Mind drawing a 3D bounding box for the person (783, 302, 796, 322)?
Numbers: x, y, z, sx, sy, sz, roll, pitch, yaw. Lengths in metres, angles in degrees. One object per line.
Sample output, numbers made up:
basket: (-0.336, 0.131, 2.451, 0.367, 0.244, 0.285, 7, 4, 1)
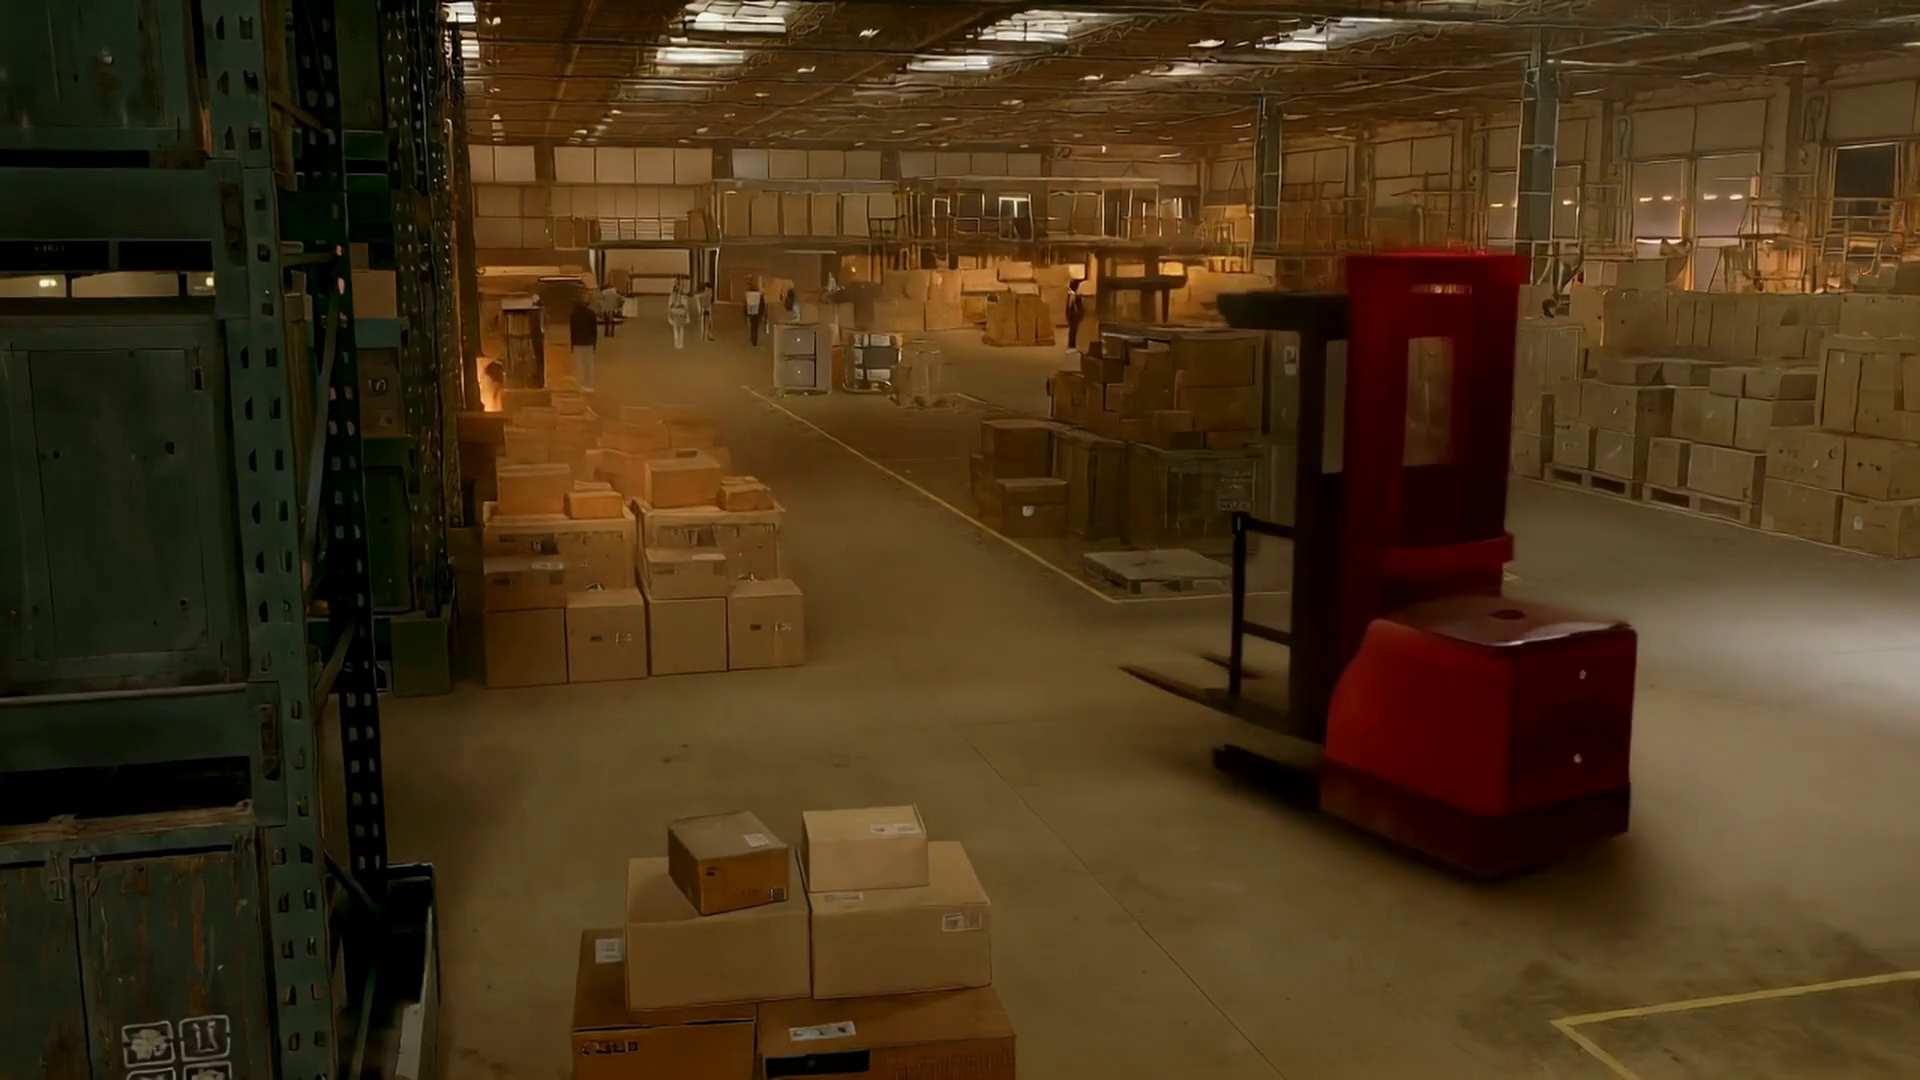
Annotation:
person: (-3.855, -4.574, 37.627, 0.366, 1.625, 0.520, 0, 10, 1)

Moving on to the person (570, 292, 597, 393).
person: (-7.393, -3.870, 32.631, 0.634, 1.983, 0.404, 4, 11, 23)

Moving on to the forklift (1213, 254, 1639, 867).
forklift: (2.335, -0.022, 8.298, 1.129, 2.768, 1.873, -6, 12, -30)

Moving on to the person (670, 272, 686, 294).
person: (-10.827, -9.328, 63.807, 0.592, 1.900, 0.607, -2, 10, -12)

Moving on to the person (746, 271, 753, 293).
person: (-9.394, -11.144, 74.432, 0.313, 1.768, 0.527, 3, 10, 17)

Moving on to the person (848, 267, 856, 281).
person: (-4.827, -11.292, 74.703, 0.362, 1.962, 0.613, -5, 11, -26)

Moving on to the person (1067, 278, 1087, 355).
person: (3.101, -5.952, 44.255, 0.535, 2.000, 0.688, 1, 10, 3)

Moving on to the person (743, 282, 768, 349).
person: (-5.743, -6.331, 46.883, 0.615, 1.875, 0.965, 4, 11, 21)

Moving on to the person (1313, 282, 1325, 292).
person: (11.933, -7.732, 55.334, 0.534, 1.693, 0.321, 5, 11, 25)

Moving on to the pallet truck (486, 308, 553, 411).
pallet truck: (-6.242, -2.418, 24.362, 0.823, 1.965, 1.885, 1, 10, 3)

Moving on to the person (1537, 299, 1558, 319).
person: (10.417, -3.315, 29.612, 0.635, 1.937, 0.353, -7, 12, -33)

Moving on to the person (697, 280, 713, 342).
person: (-7.703, -6.929, 50.286, 0.532, 1.864, 0.310, -7, 12, -34)

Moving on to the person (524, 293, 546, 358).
person: (-11.043, -5.593, 43.235, 0.547, 1.678, 0.626, -1, 10, -4)

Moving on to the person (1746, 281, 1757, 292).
person: (27.311, -8.206, 57.367, 0.584, 1.917, 0.385, -8, 13, -39)

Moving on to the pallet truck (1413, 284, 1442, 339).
pallet truck: (14.620, -7.324, 52.145, 0.823, 1.965, 1.885, 8, 13, 40)

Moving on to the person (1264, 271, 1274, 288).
person: (11.940, -9.516, 64.778, 0.547, 1.924, 0.628, 8, 13, 38)

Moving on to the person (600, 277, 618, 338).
person: (-11.066, -7.351, 52.524, 0.550, 1.921, 0.622, -1, 10, -5)

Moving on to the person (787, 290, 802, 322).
person: (-3.764, -4.809, 38.296, 0.606, 1.868, 0.579, 3, 10, 16)

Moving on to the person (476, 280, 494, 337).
person: (-15.048, -7.293, 52.529, 0.722, 1.808, 0.601, -1, 10, -6)

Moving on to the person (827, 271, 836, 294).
person: (-5.566, -10.806, 72.393, 0.807, 1.821, 0.510, 9, 14, 43)

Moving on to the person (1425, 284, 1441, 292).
person: (20.370, -10.684, 71.676, 0.628, 1.829, 0.453, 1, 10, 5)

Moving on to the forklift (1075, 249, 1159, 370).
forklift: (2.515, -3.030, 25.328, 1.129, 2.768, 1.873, -3, 10, -15)

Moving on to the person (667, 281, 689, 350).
person: (-7.833, -6.237, 46.196, 0.570, 1.925, 0.549, -2, 10, -12)
